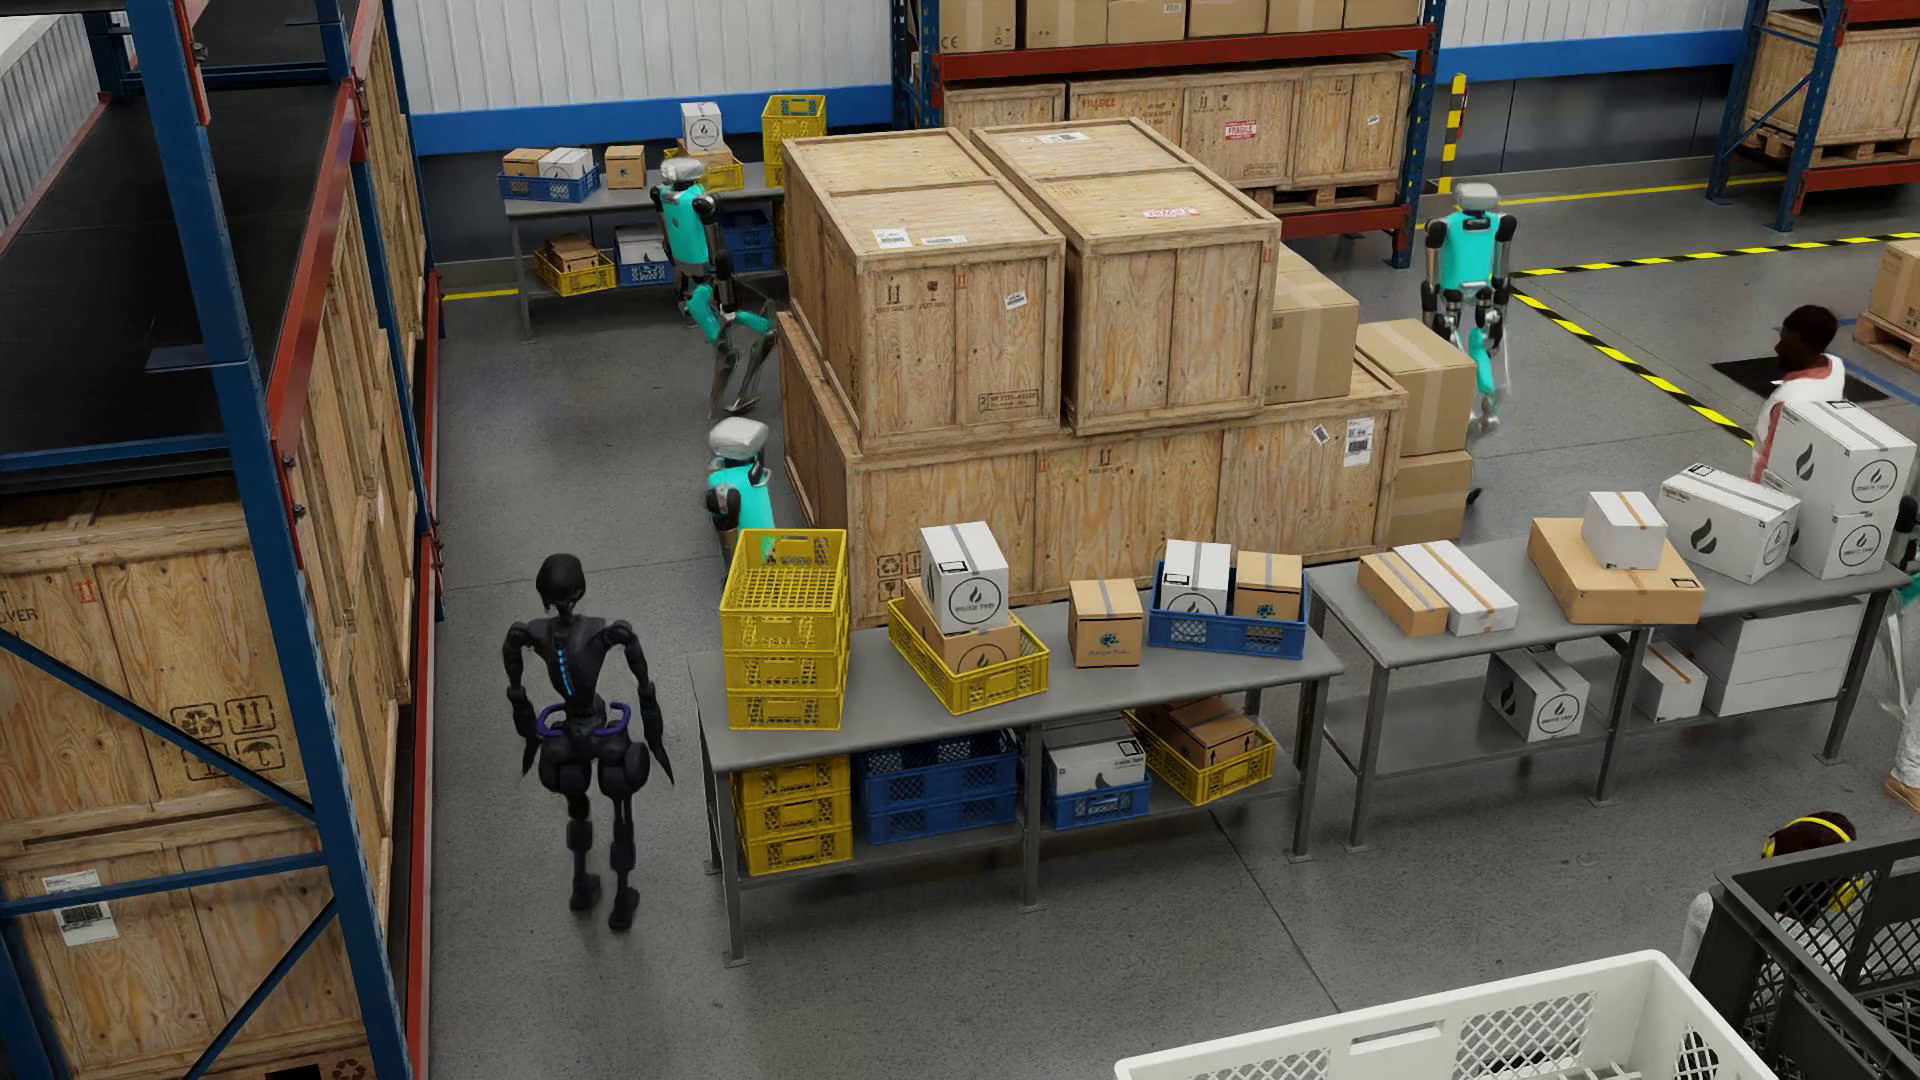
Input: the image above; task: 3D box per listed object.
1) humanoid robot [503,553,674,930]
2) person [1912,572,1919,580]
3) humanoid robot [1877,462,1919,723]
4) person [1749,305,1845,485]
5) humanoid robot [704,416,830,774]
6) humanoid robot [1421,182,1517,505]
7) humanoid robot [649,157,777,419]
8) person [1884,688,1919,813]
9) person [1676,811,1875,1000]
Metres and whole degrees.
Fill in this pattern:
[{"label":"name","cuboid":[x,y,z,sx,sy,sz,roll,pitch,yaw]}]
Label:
[{"label":"humanoid robot","cuboid":[-1.384,0.762,6.264,0.591,1.646,0.367,1,29,1]},{"label":"person","cuboid":[5.207,-0.558,8.289,0.365,2.048,0.607,0,29,0]},{"label":"humanoid robot","cuboid":[4.315,-0.032,7.662,0.539,1.777,0.833,-6,29,-11]},{"label":"person","cuboid":[3.868,-0.245,7.880,0.573,1.885,0.694,25,38,38]},{"label":"humanoid robot","cuboid":[-0.623,0.344,7.013,0.802,1.800,0.530,3,29,6]},{"label":"humanoid robot","cuboid":[2.991,-1.065,9.587,0.549,1.824,0.889,-4,29,-8]},{"label":"humanoid robot","cuboid":[-1.469,-1.562,10.465,0.539,1.796,0.804,23,36,35]},{"label":"person","cuboid":[4.308,0.320,6.918,0.622,1.837,0.429,-16,33,-27]},{"label":"person","cuboid":[2.189,1.542,4.664,0.531,1.864,0.309,24,37,36]}]
